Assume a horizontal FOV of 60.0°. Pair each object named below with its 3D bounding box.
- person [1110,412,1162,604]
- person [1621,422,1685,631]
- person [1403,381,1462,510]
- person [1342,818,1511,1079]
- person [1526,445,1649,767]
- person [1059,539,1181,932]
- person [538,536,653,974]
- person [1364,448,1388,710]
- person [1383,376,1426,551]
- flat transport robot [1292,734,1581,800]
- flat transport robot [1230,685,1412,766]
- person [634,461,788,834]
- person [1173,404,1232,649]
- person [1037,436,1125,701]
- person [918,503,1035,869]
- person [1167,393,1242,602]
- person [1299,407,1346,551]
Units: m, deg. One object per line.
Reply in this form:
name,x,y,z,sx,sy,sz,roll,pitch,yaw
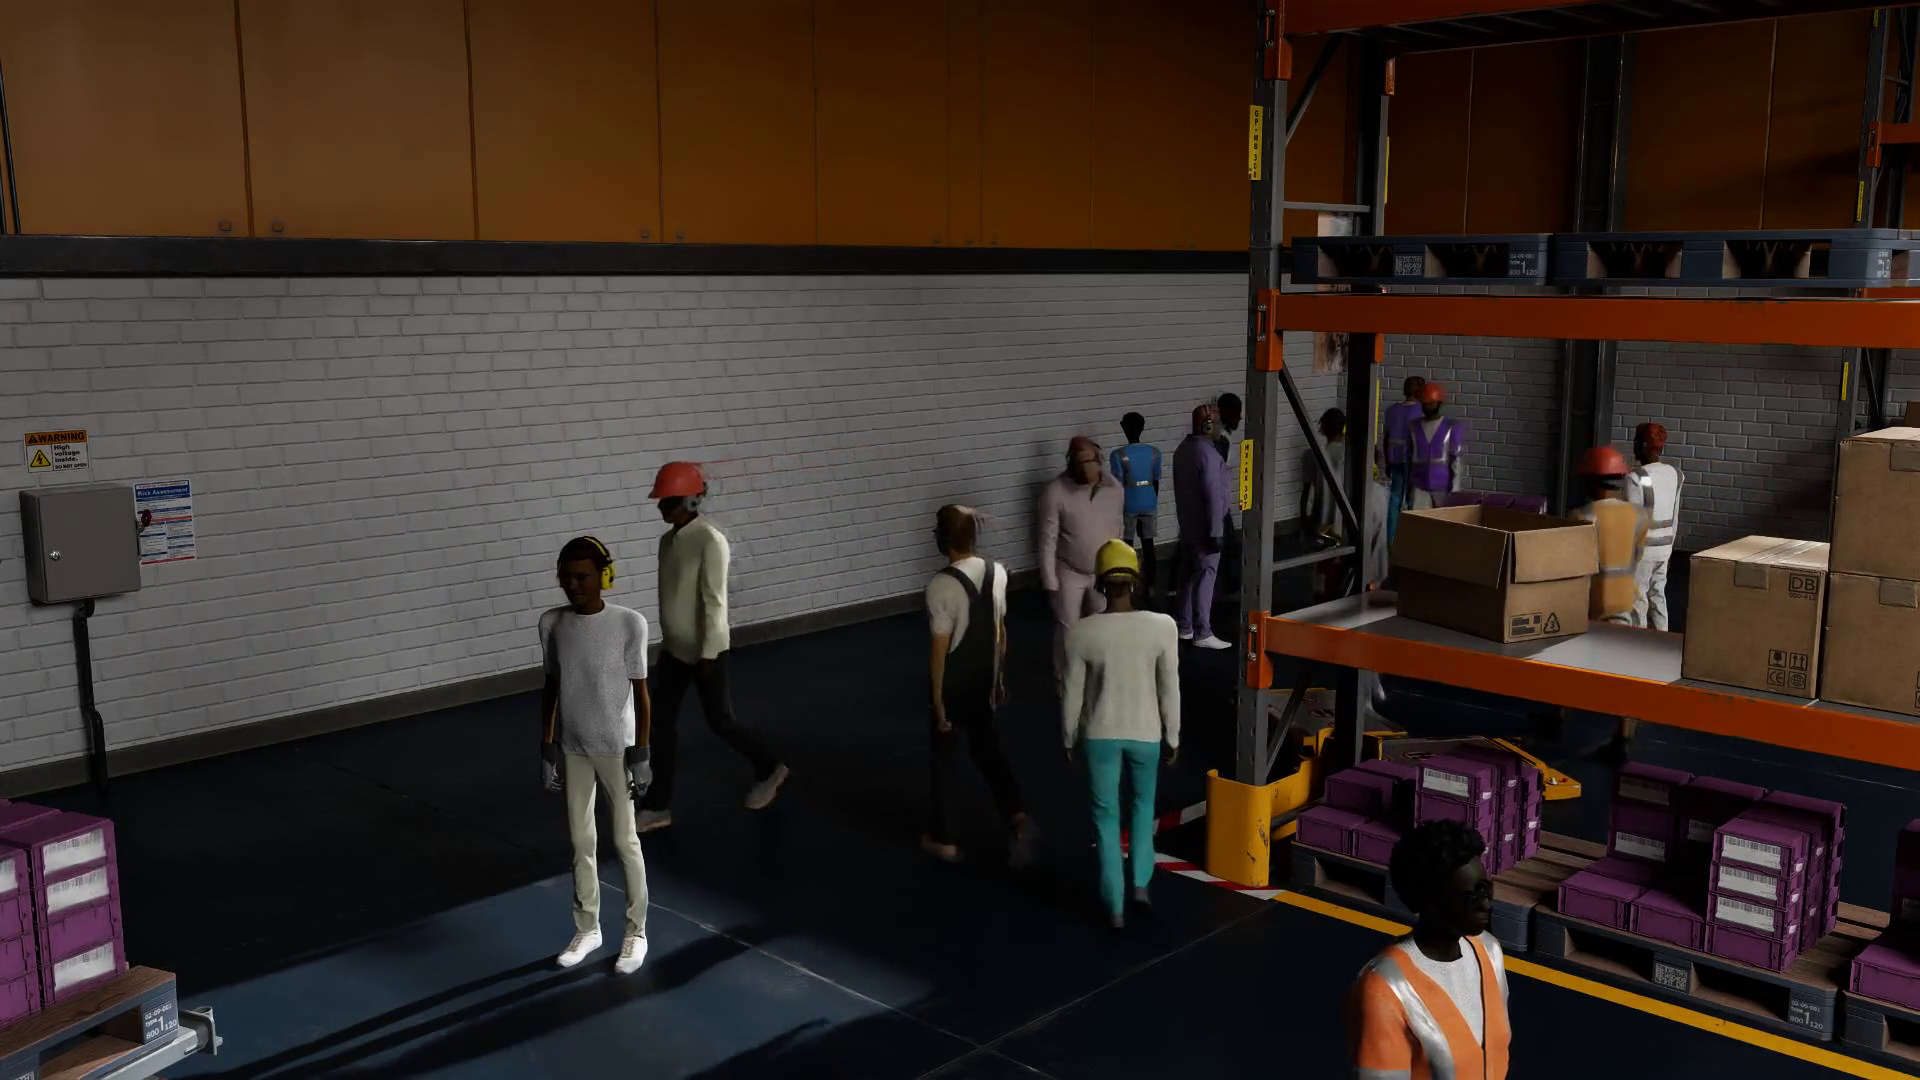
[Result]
person,1.539,-0.282,14.696,0.530,1.695,0.321,-5,10,-26
person,4.806,0.114,11.700,0.573,1.883,0.356,-6,11,-31
person,4.430,-0.540,15.602,0.549,1.917,0.808,5,10,26
person,1.098,1.475,3.912,0.538,1.700,0.317,-8,12,-41
person,3.850,0.374,10.089,0.552,1.891,0.907,-1,9,-8
person,0.707,0.867,7.432,0.537,1.751,0.426,-1,9,-4
person,-1.532,0.896,6.988,0.510,1.862,0.323,2,10,13
person,2.629,0.257,10.958,0.369,1.844,0.559,3,10,19
person,4.655,-0.781,17.294,0.372,1.843,0.570,-8,12,-42
flat transport robot,2.668,1.299,9.358,1.431,0.197,0.652,-2,9,-10
flat transport robot,2.220,1.143,10.316,0.652,0.197,1.431,-2,9,-10
person,-1.358,0.544,8.837,0.950,1.964,0.611,-9,13,-43
person,1.907,-0.110,12.994,0.409,1.906,0.652,-3,10,-16
person,0.807,0.232,11.034,0.664,1.865,0.717,-3,10,-17
person,0.070,0.725,8.138,0.528,1.824,0.706,-7,11,-36
person,2.245,-0.378,14.831,0.802,1.863,0.624,-1,9,-4
person,2.986,-0.131,13.316,0.553,1.846,0.383,4,10,24
